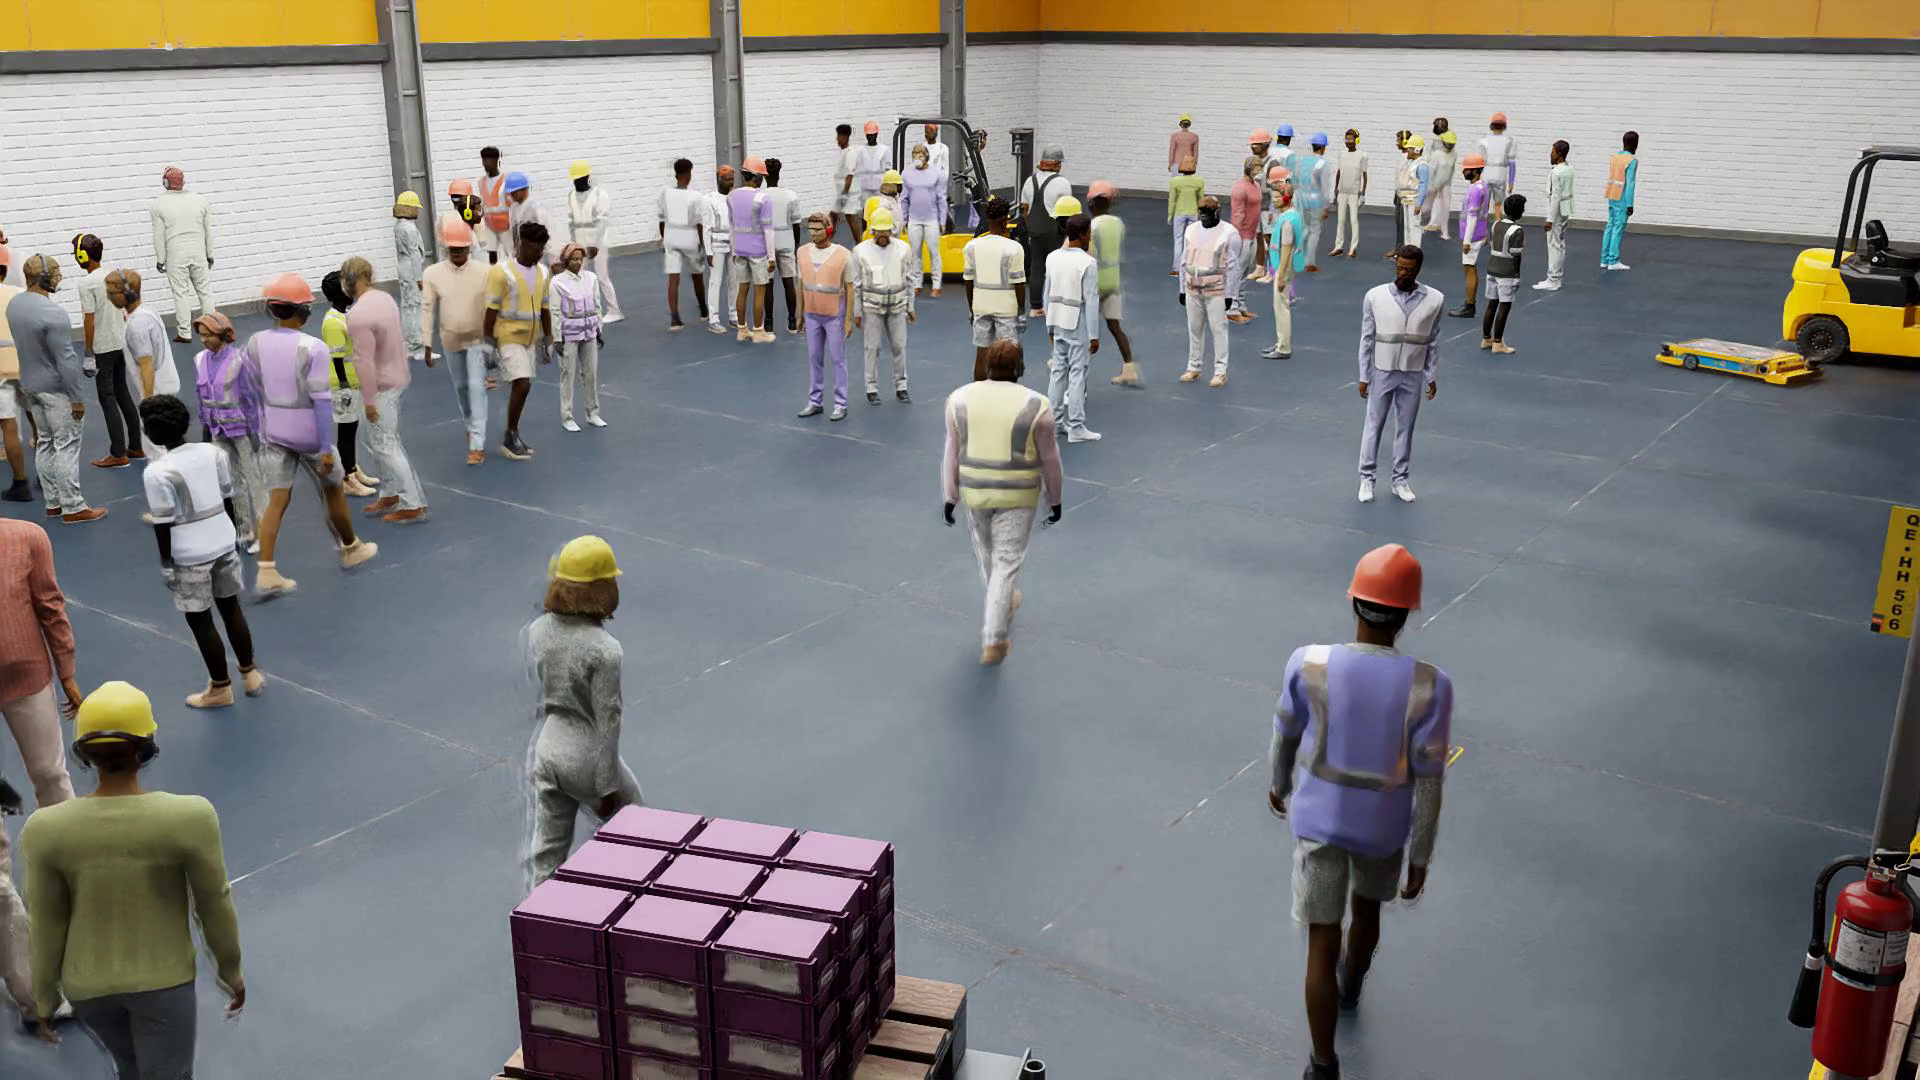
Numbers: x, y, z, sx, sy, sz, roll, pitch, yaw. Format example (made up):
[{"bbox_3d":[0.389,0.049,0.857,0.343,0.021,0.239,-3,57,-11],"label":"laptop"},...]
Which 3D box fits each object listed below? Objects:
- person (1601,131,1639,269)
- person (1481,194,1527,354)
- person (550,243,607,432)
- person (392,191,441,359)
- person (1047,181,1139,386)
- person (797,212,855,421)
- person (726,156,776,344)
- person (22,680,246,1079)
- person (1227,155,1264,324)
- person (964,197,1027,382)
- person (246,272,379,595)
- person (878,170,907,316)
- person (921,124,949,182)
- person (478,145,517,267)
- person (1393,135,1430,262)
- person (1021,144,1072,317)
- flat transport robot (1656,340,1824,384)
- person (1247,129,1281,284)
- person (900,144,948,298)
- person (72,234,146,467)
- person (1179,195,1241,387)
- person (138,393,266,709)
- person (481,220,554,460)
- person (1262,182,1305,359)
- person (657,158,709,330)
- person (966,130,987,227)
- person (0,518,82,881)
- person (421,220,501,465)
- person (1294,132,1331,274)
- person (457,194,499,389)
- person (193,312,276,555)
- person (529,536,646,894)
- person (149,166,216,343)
[{"bbox_3d":[9.291,-4.777,23.416,0.397,1.911,0.587,-2,18,-6],"label":"person"},{"bbox_3d":[5.778,-2.817,17.643,0.321,1.686,0.539,-4,18,-14],"label":"person"},{"bbox_3d":[-3.317,-1.757,14.419,0.314,1.629,0.509,15,23,38],"label":"person"},{"bbox_3d":[-5.713,-2.767,17.407,0.308,1.736,0.484,-13,22,-35],"label":"person"},{"bbox_3d":[1.332,-2.500,16.210,0.605,1.960,1.108,-14,22,-37],"label":"person"},{"bbox_3d":[-1.187,-1.989,14.791,0.565,1.845,0.384,9,20,26],"label":"person"},{"bbox_3d":[-2.241,-3.150,18.139,0.612,2.029,0.407,12,21,32],"label":"person"},{"bbox_3d":[-2.380,1.283,4.789,0.542,1.706,0.860,-3,18,-8],"label":"person"},{"bbox_3d":[3.329,-3.507,19.405,0.378,1.932,0.629,10,20,27],"label":"person"},{"bbox_3d":[0.326,-2.052,14.795,0.605,1.966,0.367,9,20,27],"label":"person"},{"bbox_3d":[-4.173,-0.673,10.459,0.624,1.995,1.050,5,18,15],"label":"person"},{"bbox_3d":[-0.791,-3.479,19.620,0.295,1.744,0.491,5,18,15],"label":"person"},{"bbox_3d":[-0.437,-5.446,25.546,0.573,1.883,0.354,12,22,34],"label":"person"},{"bbox_3d":[-5.681,-3.942,20.737,0.610,1.945,0.783,8,19,22],"label":"person"},{"bbox_3d":[6.458,-4.847,23.755,0.404,1.830,0.599,-1,18,-2],"label":"person"},{"bbox_3d":[1.084,-3.637,19.633,0.684,2.000,0.536,16,24,41],"label":"person"},{"bbox_3d":[7.879,-1.827,16.830,0.652,0.197,1.431,-12,21,-32],"label":"flat transport robot"},{"bbox_3d":[4.009,-4.437,22.163,0.445,2.033,0.612,-6,19,-19],"label":"person"},{"bbox_3d":[-0.461,-4.045,21.095,0.639,1.927,0.367,5,19,16],"label":"person"},{"bbox_3d":[-6.828,-1.510,13.287,0.341,1.856,0.523,1,18,4],"label":"person"},{"bbox_3d":[2.393,-2.419,16.161,0.623,1.835,0.429,14,23,38],"label":"person"},{"bbox_3d":[-3.955,0.058,8.651,0.350,1.687,0.568,5,18,15],"label":"person"},{"bbox_3d":[-3.559,-1.620,13.516,0.582,1.920,0.668,9,20,26],"label":"person"},{"bbox_3d":[3.396,-2.803,17.360,0.403,1.832,0.580,4,18,12],"label":"person"},{"bbox_3d":[-3.167,-3.408,19.119,0.619,1.912,0.984,3,18,10],"label":"person"},{"bbox_3d":[0.264,-5.049,24.339,0.329,1.865,0.507,-5,18,-16],"label":"person"},{"bbox_3d":[-3.819,0.575,6.552,0.632,1.982,0.405,-11,21,-30],"label":"person"},{"bbox_3d":[-4.041,-1.653,13.600,0.628,1.945,1.030,-2,18,-6],"label":"person"},{"bbox_3d":[4.877,-4.639,22.946,0.440,1.926,0.640,-11,21,-32],"label":"person"},{"bbox_3d":[-4.679,-2.378,15.993,0.325,1.861,0.512,-6,19,-18],"label":"person"},{"bbox_3d":[-4.892,-0.724,11.184,0.520,1.630,0.323,7,19,21],"label":"person"},{"bbox_3d":[-1.379,0.817,6.241,0.493,1.711,0.703,11,21,31],"label":"person"},{"bbox_3d":[-8.511,-3.126,18.246,0.408,1.913,0.644,17,24,42],"label":"person"}]
